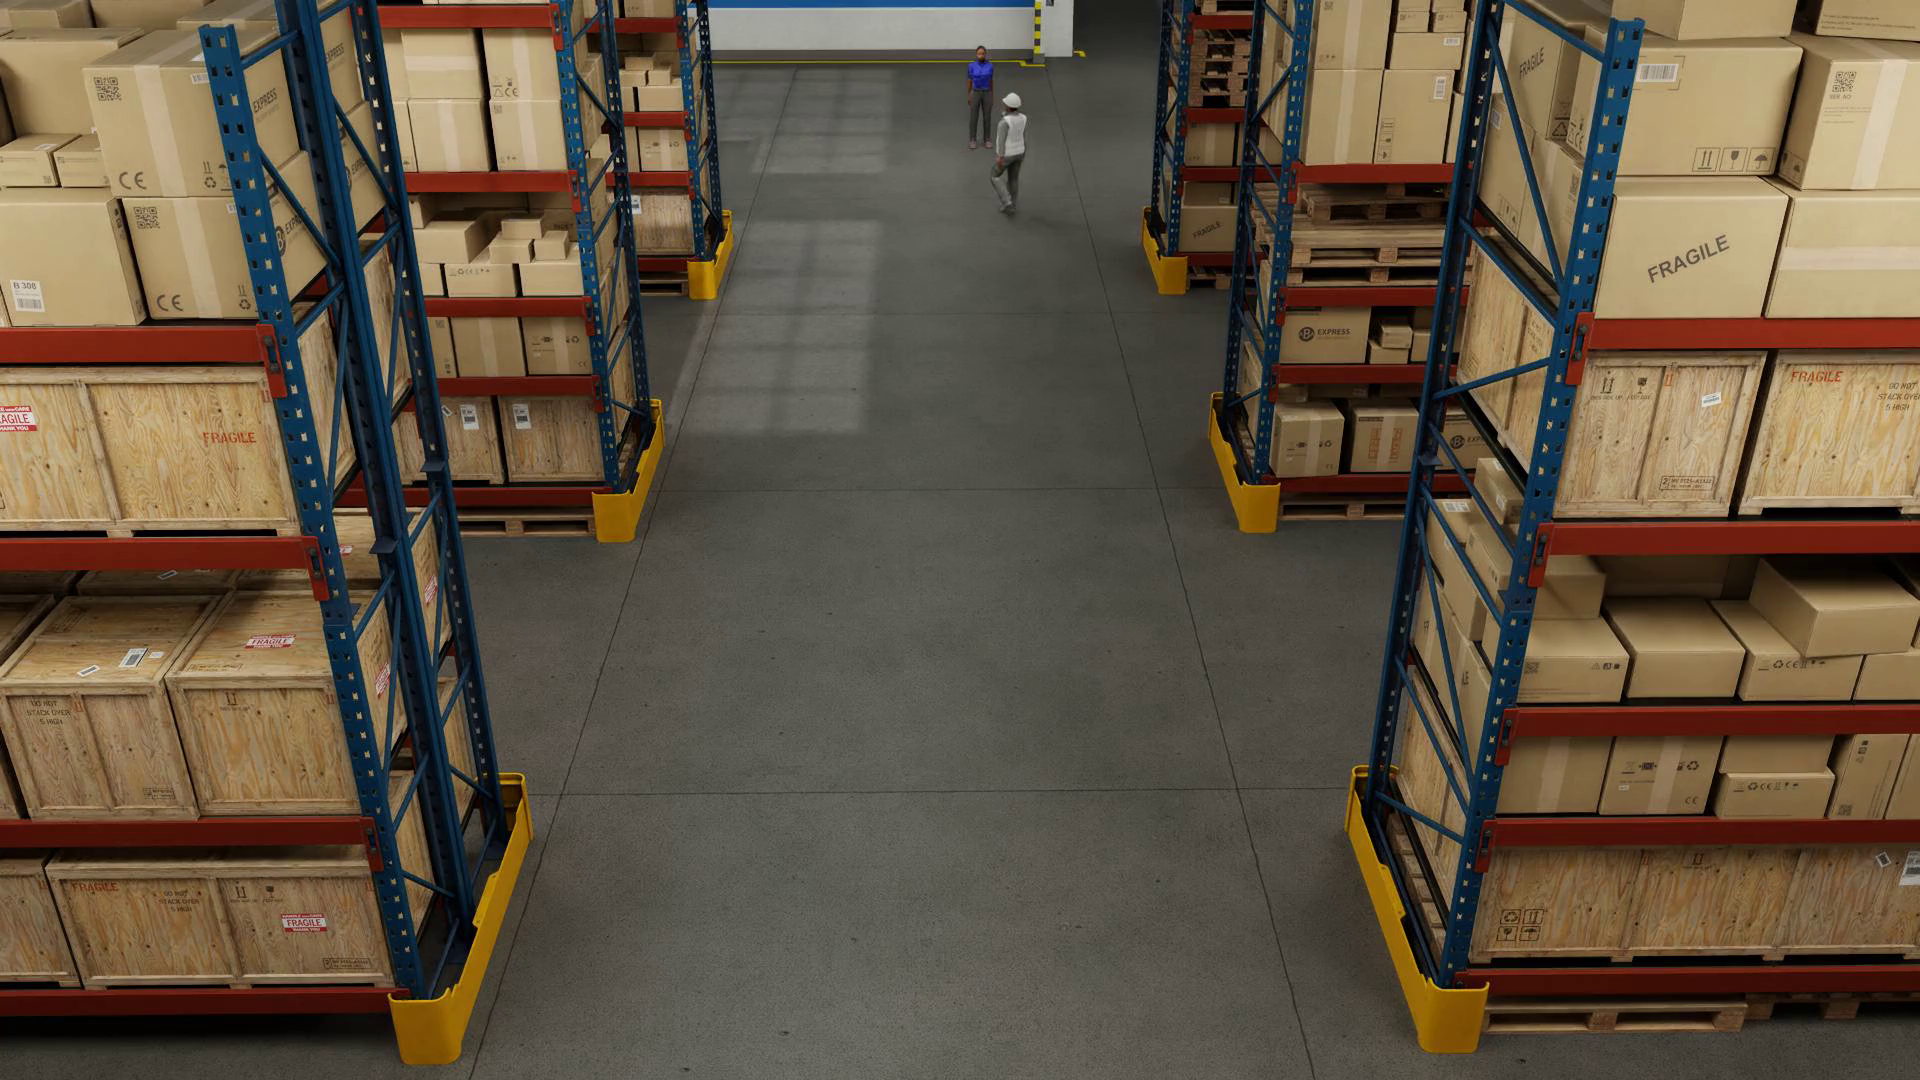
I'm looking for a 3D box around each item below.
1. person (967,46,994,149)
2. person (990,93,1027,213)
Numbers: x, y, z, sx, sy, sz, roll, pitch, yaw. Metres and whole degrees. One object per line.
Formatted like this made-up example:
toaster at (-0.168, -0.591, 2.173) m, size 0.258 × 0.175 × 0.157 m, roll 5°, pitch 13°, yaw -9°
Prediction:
person at (0.354, -7.403, 27.792) m, size 0.439 × 1.658 × 0.342 m, roll -4°, pitch 29°, yaw -8°
person at (0.724, -5.698, 24.478) m, size 0.555 × 1.773 × 0.451 m, roll -18°, pitch 33°, yaw -30°
